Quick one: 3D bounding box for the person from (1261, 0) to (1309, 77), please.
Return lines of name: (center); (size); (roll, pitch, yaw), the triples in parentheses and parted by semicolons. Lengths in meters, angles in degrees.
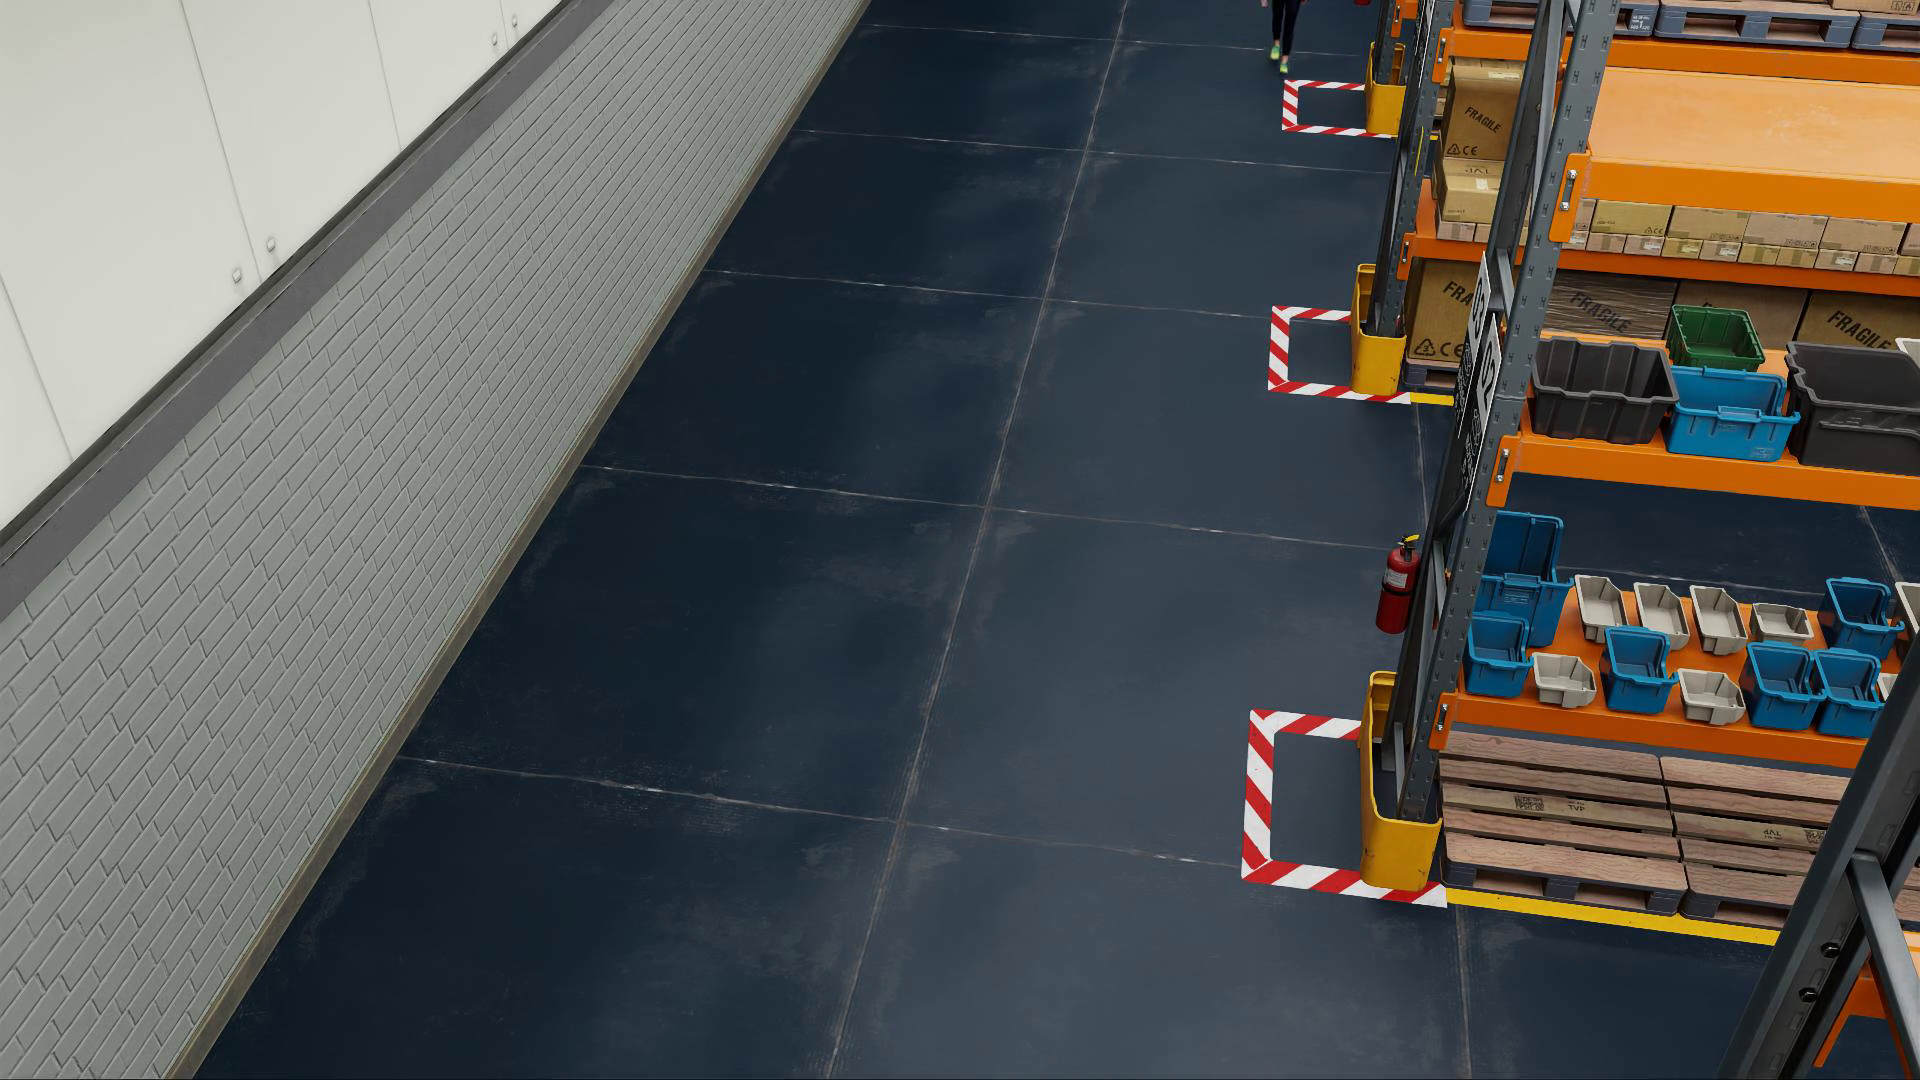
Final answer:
person: (3.428, -5.795, 17.497); (1.077, 1.651, 0.688); (6, 38, 8)
